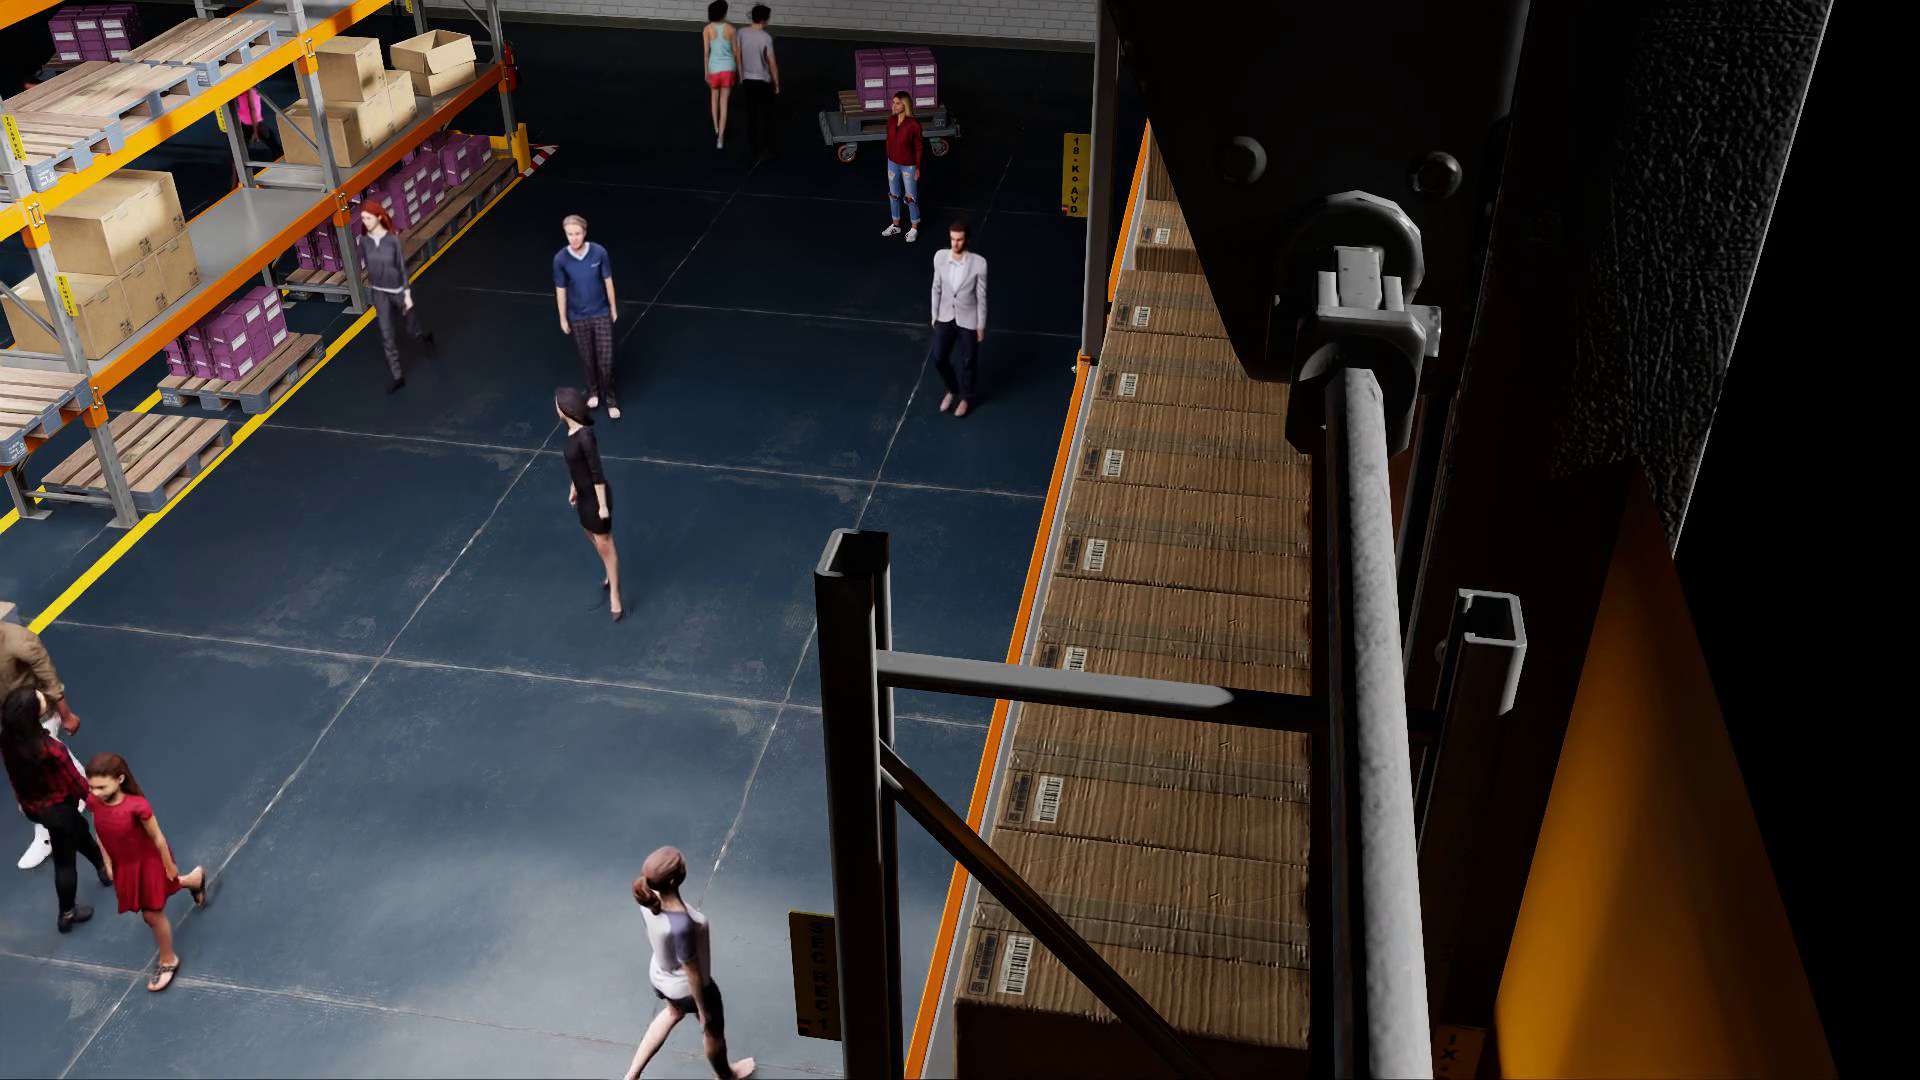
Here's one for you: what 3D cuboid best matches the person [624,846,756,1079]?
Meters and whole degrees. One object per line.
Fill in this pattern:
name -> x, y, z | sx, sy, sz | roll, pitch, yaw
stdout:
person -> -1.456, 2.239, 8.359 | 1.034, 1.748, 0.922 | -27, 42, -34

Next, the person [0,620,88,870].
person -> -5.632, 1.011, 10.167 | 0.815, 1.791, 1.058 | 9, 35, 13

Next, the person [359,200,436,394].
person -> -5.118, -2.254, 15.115 | 0.594, 1.753, 1.001 | 6, 34, 8

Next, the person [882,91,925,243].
person -> -0.610, -4.028, 17.890 | 0.674, 1.635, 0.653 | 20, 38, 27

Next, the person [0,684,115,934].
person -> -5.215, 1.587, 9.443 | 0.684, 1.635, 0.878 | 11, 35, 17

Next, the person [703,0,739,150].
person -> -2.892, -5.634, 20.228 | 0.678, 1.722, 1.054 | 0, 34, 0

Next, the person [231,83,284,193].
person -> -8.098, -4.645, 18.788 | 0.890, 1.669, 1.232 | 21, 39, 29

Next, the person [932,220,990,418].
person -> 0.028, -1.979, 14.622 | 0.751, 1.841, 0.682 | 12, 35, 18

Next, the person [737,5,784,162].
person -> -2.427, -5.468, 19.870 | 0.748, 1.842, 0.698 | 5, 34, 8

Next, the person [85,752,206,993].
person -> -4.560, 1.736, 9.314 | 0.540, 1.529, 0.936 | 6, 34, 9

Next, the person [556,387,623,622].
person -> -2.620, -0.246, 12.073 | 0.796, 1.776, 0.687 | -27, 42, -34

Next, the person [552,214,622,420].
person -> -3.282, -2.019, 14.673 | 0.834, 1.850, 0.925 | -7, 34, -10
